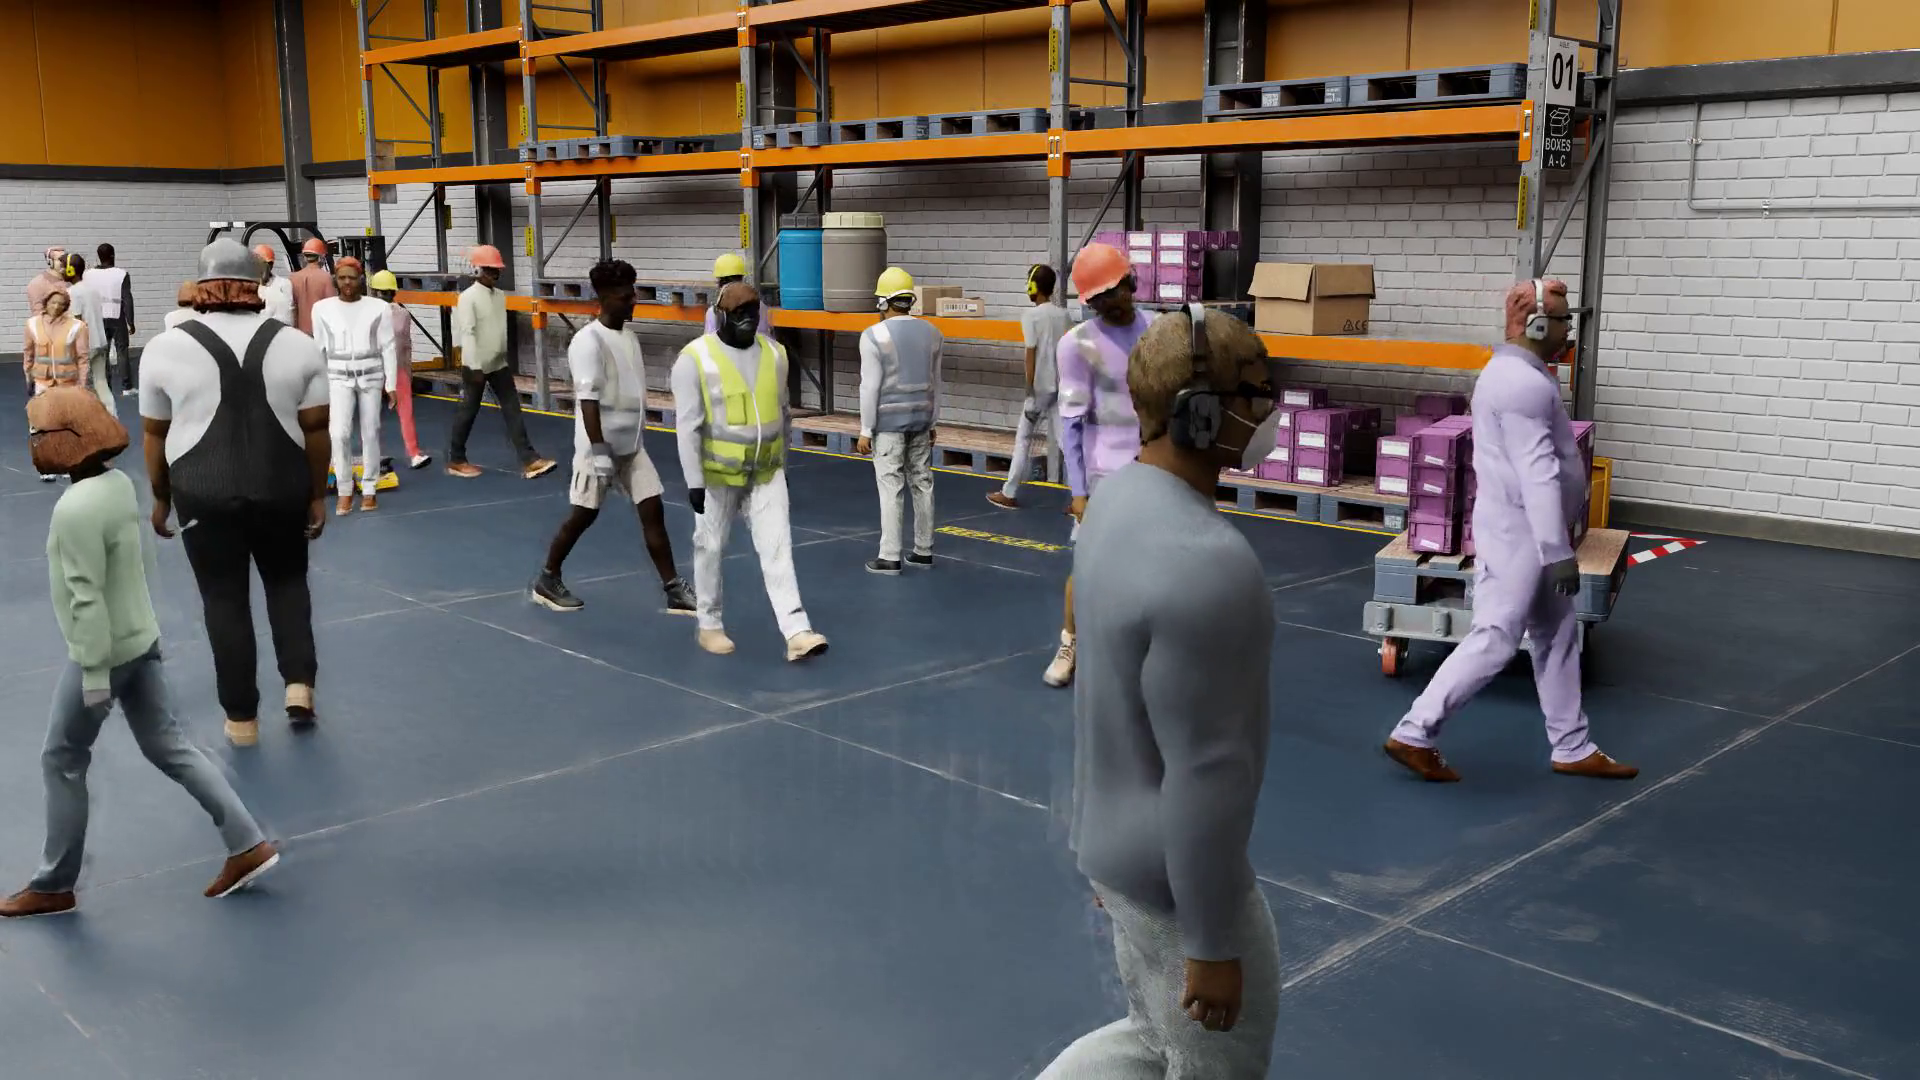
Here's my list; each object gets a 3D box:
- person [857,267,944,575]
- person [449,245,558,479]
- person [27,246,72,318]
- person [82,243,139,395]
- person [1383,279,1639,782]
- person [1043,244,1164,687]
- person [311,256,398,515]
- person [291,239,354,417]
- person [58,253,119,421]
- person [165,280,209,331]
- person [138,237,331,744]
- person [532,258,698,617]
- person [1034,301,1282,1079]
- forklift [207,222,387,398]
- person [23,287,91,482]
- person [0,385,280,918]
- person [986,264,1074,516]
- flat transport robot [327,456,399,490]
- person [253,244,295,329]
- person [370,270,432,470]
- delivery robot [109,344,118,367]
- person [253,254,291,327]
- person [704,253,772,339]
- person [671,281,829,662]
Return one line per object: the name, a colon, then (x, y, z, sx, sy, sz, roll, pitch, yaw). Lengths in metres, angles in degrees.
person: (-0.373, -0.705, 9.953, 0.592, 1.834, 0.404, -8, 13, -38)
person: (-3.889, -1.461, 13.792, 1.044, 1.935, 0.650, 4, 11, 22)
person: (-9.110, -2.024, 16.940, 0.407, 1.912, 0.643, 3, 11, 17)
person: (-10.758, -2.782, 21.047, 0.590, 1.919, 0.395, -1, 10, -3)
person: (2.046, -0.015, 6.090, 0.905, 1.871, 0.649, 3, 11, 17)
person: (0.685, -0.316, 7.415, 0.704, 1.997, 0.505, -6, 12, -31)
person: (-4.378, -1.108, 12.071, 0.580, 1.855, 0.652, -3, 11, -16)
person: (-7.115, -2.326, 18.442, 0.645, 1.989, 0.580, 4, 11, 19)
person: (-8.545, -1.865, 16.254, 0.590, 1.851, 0.492, 1, 10, 7)
person: (-6.989, -1.571, 15.260, 0.509, 1.620, 0.457, -6, 12, -31)
person: (-2.893, -0.206, 6.670, 0.681, 2.000, 0.539, -6, 12, -31)
person: (-1.852, -0.534, 8.832, 1.039, 1.916, 0.610, 4, 11, 22)
person: (0.293, 0.557, 2.842, 0.690, 1.921, 0.633, -1, 10, -5)
forklift: (-8.169, -2.758, 20.163, 2.313, 2.155, 1.214, -10, 14, -44)
person: (-7.413, -1.270, 13.666, 0.534, 1.592, 0.760, -3, 11, -15)
person: (-2.488, 0.333, 4.952, 0.802, 1.596, 0.535, -1, 10, -8)
person: (0.614, -1.088, 12.100, 0.557, 1.815, 0.996, -9, 14, -41)
flat transport robot: (-5.222, -0.513, 13.170, 1.431, 0.197, 0.652, -4, 11, -22)
person: (-7.510, -2.241, 18.070, 0.546, 1.928, 0.390, -2, 11, -13)
person: (-4.909, -1.441, 14.278, 0.547, 1.715, 0.922, -9, 14, -42)
delivery robot: (-12.314, -2.675, 23.930, 0.477, 0.478, 0.707, -5, 11, -24)
person: (-5.427, -1.288, 13.052, 0.695, 1.865, 1.030, 1, 10, 8)
person: (-1.721, -1.171, 12.355, 0.989, 1.874, 0.615, 7, 13, 34)
person: (-0.997, -0.302, 7.846, 0.653, 1.799, 0.926, -7, 12, -34)
